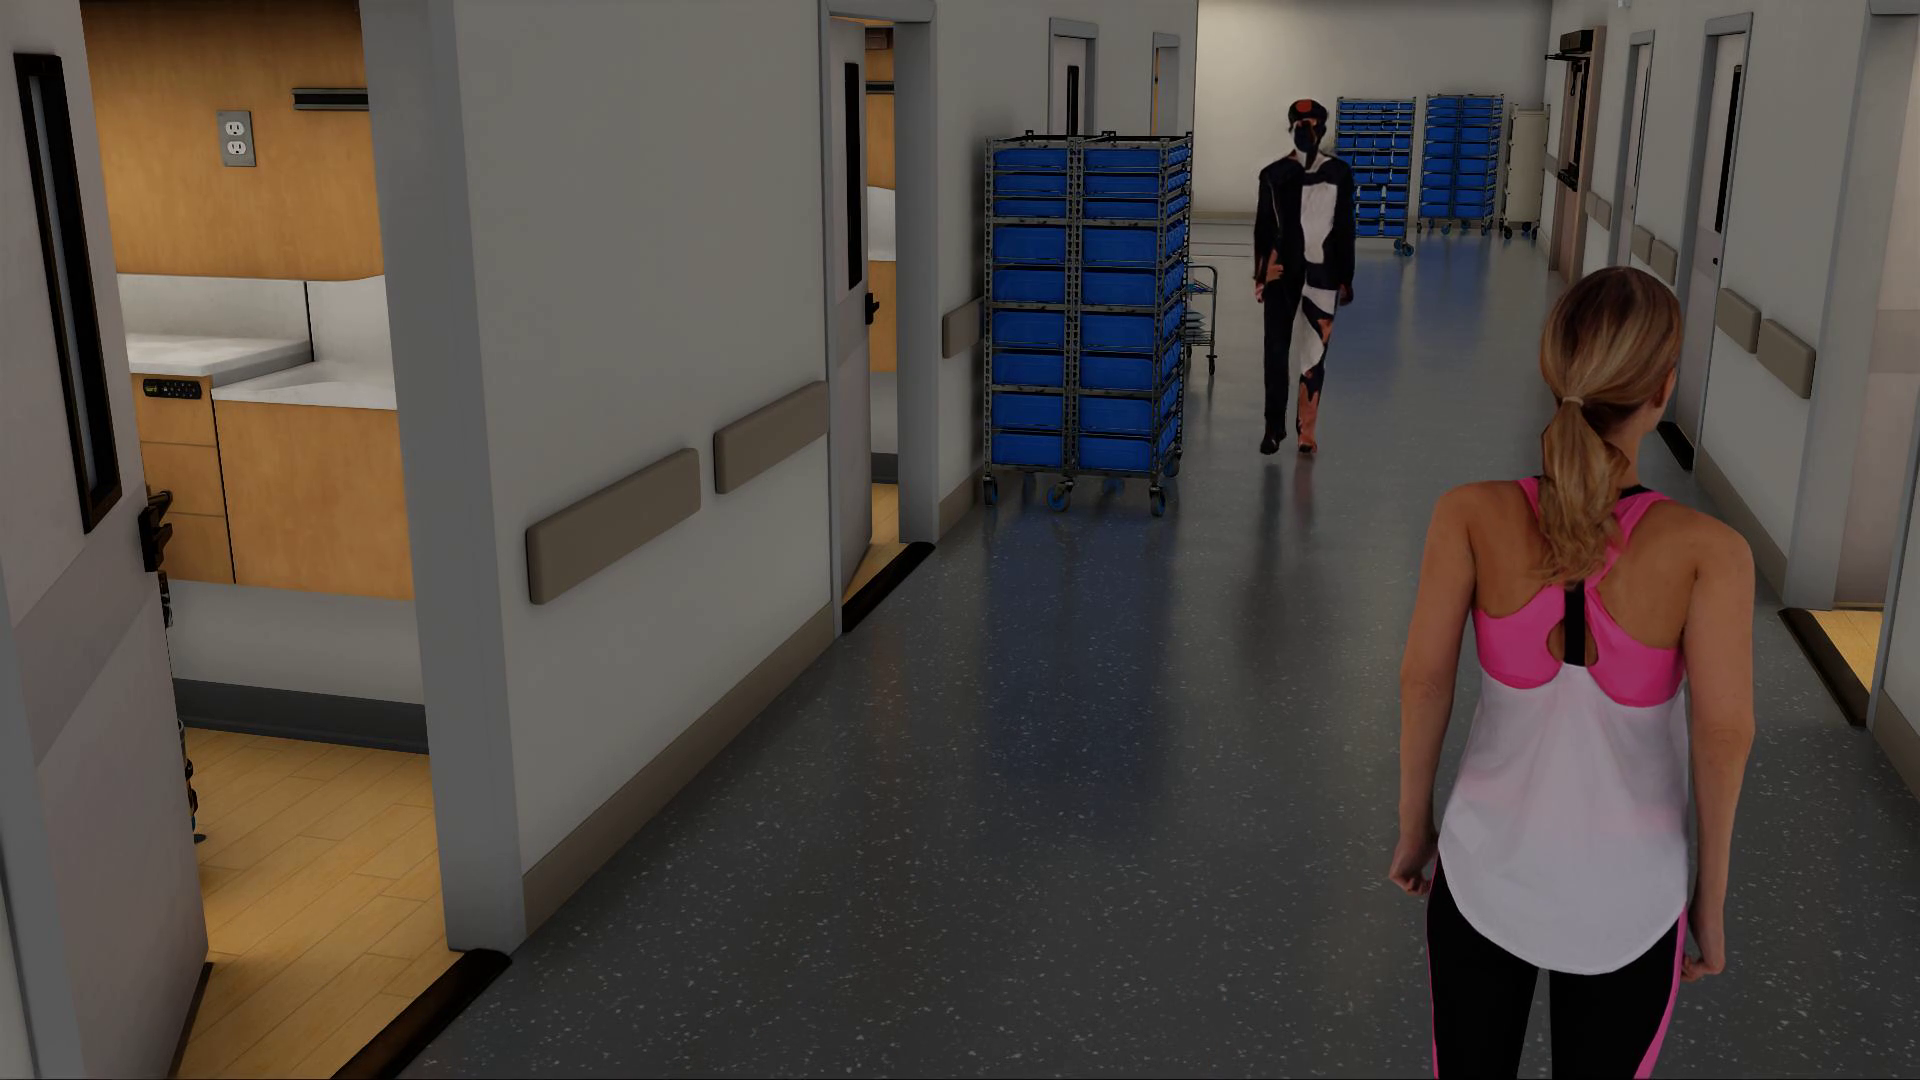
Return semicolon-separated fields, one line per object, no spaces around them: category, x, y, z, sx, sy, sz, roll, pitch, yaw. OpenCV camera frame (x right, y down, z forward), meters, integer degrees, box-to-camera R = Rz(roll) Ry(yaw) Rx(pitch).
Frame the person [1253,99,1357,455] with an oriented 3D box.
person;1.855;-1.396;8.964;0.703;1.873;0.682;3;16;10

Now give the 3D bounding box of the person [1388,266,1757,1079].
person;0.830;0.515;2.346;0.671;1.786;0.619;9;18;30
